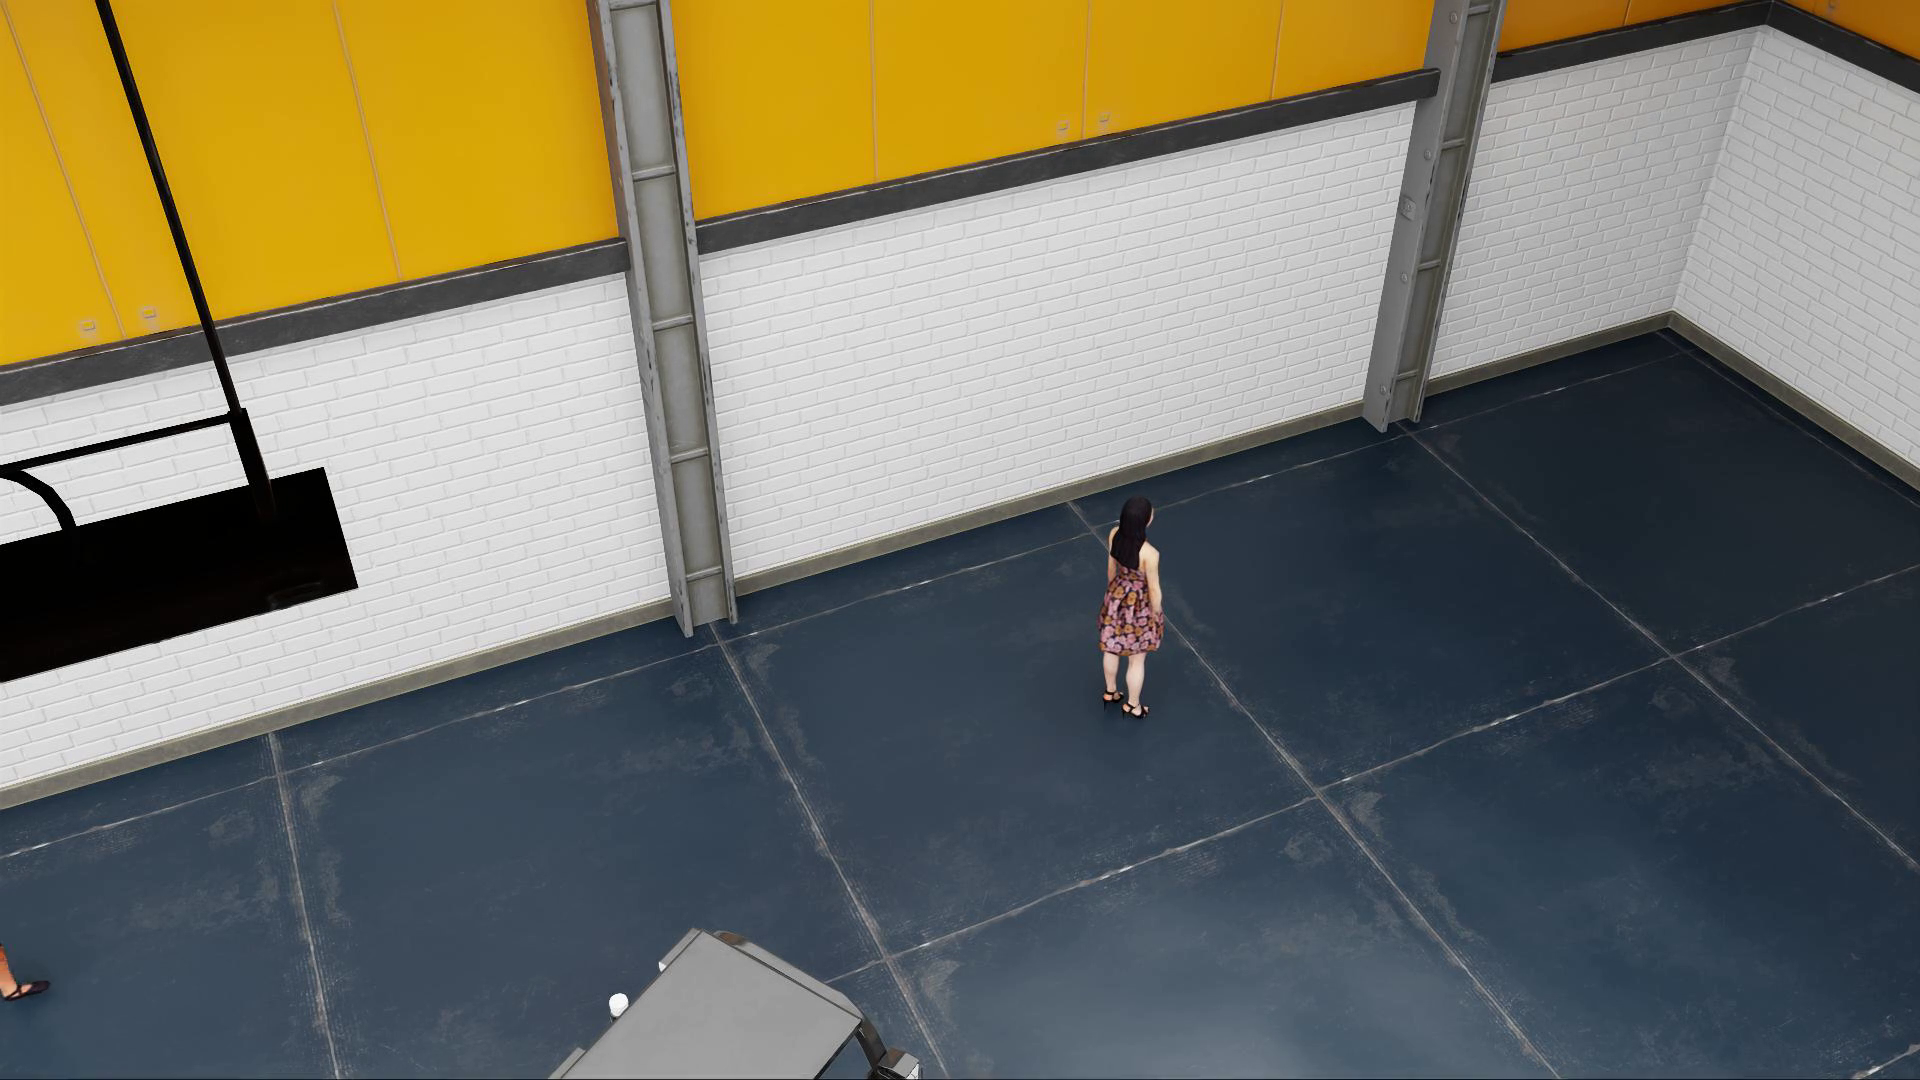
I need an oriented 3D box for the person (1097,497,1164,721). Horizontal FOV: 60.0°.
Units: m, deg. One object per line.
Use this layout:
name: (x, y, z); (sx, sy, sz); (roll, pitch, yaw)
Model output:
person: (1.104, 0.442, 10.688); (0.771, 1.774, 0.751); (-30, 47, -32)
